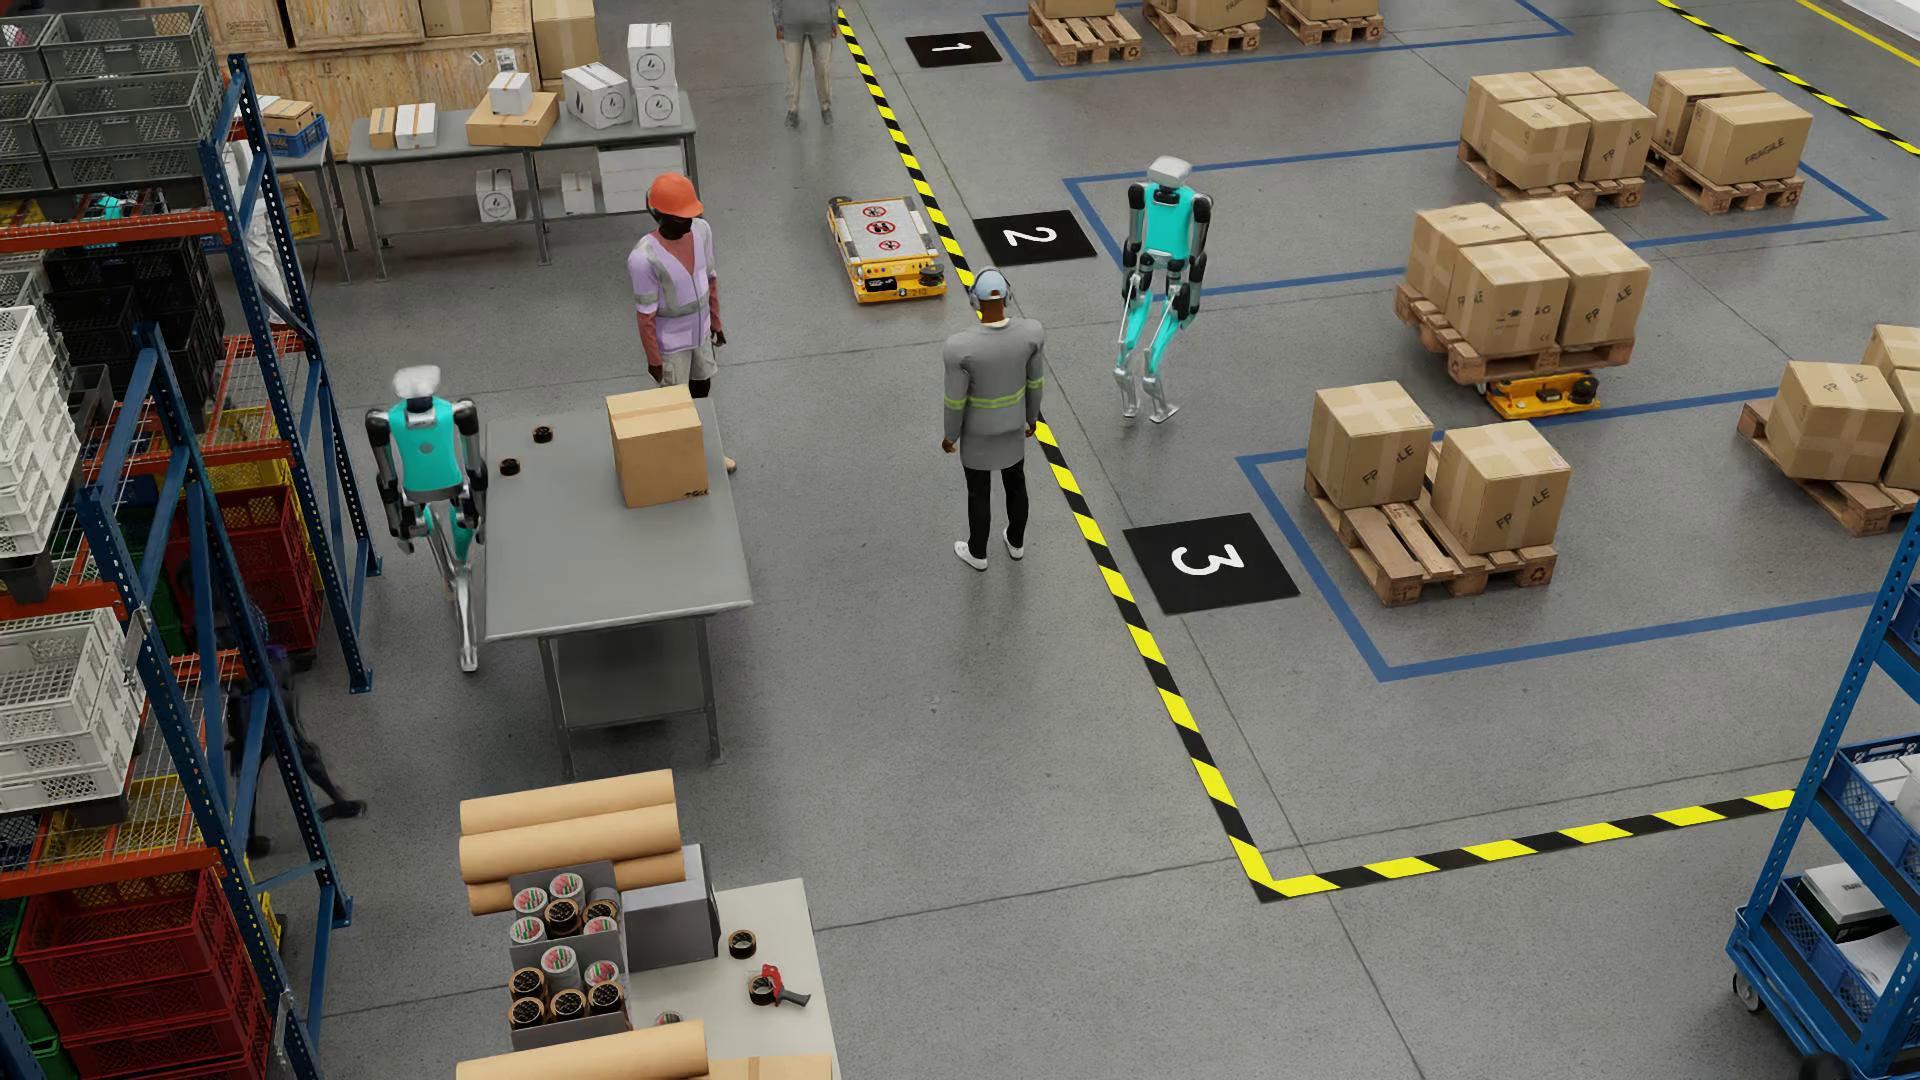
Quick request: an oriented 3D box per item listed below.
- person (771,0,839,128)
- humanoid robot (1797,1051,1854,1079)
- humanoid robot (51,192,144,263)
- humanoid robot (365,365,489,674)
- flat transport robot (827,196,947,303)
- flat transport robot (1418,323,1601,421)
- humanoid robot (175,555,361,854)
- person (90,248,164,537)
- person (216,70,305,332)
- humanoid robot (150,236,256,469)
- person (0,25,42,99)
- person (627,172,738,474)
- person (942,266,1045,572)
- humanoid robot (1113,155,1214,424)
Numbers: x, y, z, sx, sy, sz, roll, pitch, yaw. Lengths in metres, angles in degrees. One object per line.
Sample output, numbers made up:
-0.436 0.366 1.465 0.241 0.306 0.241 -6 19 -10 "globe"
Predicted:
-1.315 -4.410 14.228 0.572 1.761 0.399 -4 37 -6 "person"
2.662 2.160 5.471 0.613 1.638 0.418 4 37 5 "humanoid robot"
-5.084 -1.314 10.007 0.530 1.689 0.740 -5 37 -6 "humanoid robot"
-2.711 -0.232 8.673 0.548 1.764 1.045 -10 38 -14 "humanoid robot"
-0.570 -2.220 12.538 0.659 0.231 1.431 -8 37 -10 "flat transport robot"
3.684 -1.290 11.264 0.652 0.197 1.431 -8 37 -10 "flat transport robot"
-3.183 0.725 7.409 0.680 1.638 0.593 -7 37 -10 "humanoid robot"
-4.682 -0.779 9.251 0.640 1.895 0.418 10 38 13 "person"
-4.798 -2.271 11.252 0.337 1.882 0.583 5 37 7 "person"
-4.599 -1.165 9.964 0.596 1.647 0.620 -19 41 -24 "humanoid robot"
-7.315 -3.330 12.721 0.599 1.827 0.404 -8 37 -11 "person"
-1.592 -1.191 9.681 0.407 2.035 0.607 23 42 28 "person"
0.166 -0.656 9.113 0.587 1.848 0.395 -14 39 -18 "person"
1.152 -1.446 10.154 0.533 1.677 0.735 18 40 22 "humanoid robot"
